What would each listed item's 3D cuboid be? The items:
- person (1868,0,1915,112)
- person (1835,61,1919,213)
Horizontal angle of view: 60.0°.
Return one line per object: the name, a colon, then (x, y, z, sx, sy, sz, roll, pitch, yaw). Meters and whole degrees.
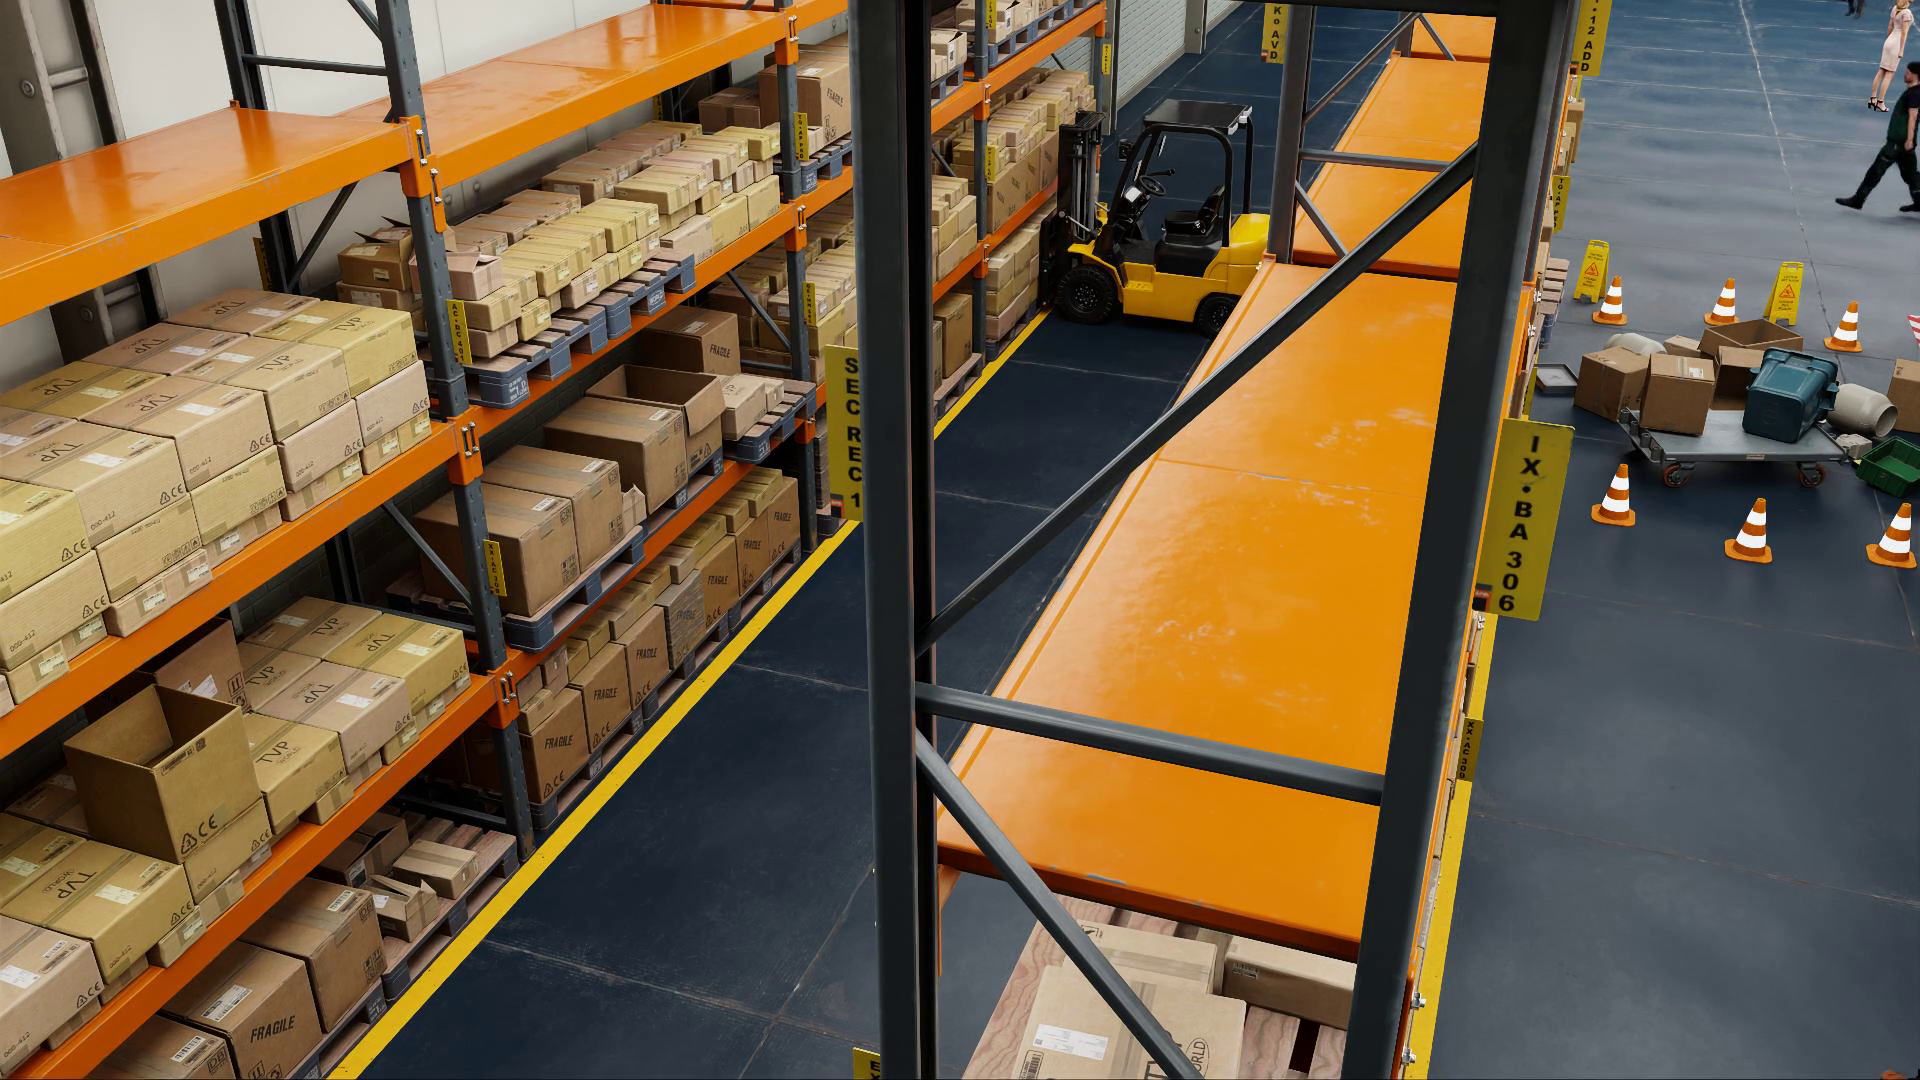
person: (14.144, -7.455, 25.219, 0.703, 1.830, 0.560, -1, 28, -2)
person: (11.619, -4.861, 20.331, 0.913, 1.845, 1.258, 16, 32, 27)
